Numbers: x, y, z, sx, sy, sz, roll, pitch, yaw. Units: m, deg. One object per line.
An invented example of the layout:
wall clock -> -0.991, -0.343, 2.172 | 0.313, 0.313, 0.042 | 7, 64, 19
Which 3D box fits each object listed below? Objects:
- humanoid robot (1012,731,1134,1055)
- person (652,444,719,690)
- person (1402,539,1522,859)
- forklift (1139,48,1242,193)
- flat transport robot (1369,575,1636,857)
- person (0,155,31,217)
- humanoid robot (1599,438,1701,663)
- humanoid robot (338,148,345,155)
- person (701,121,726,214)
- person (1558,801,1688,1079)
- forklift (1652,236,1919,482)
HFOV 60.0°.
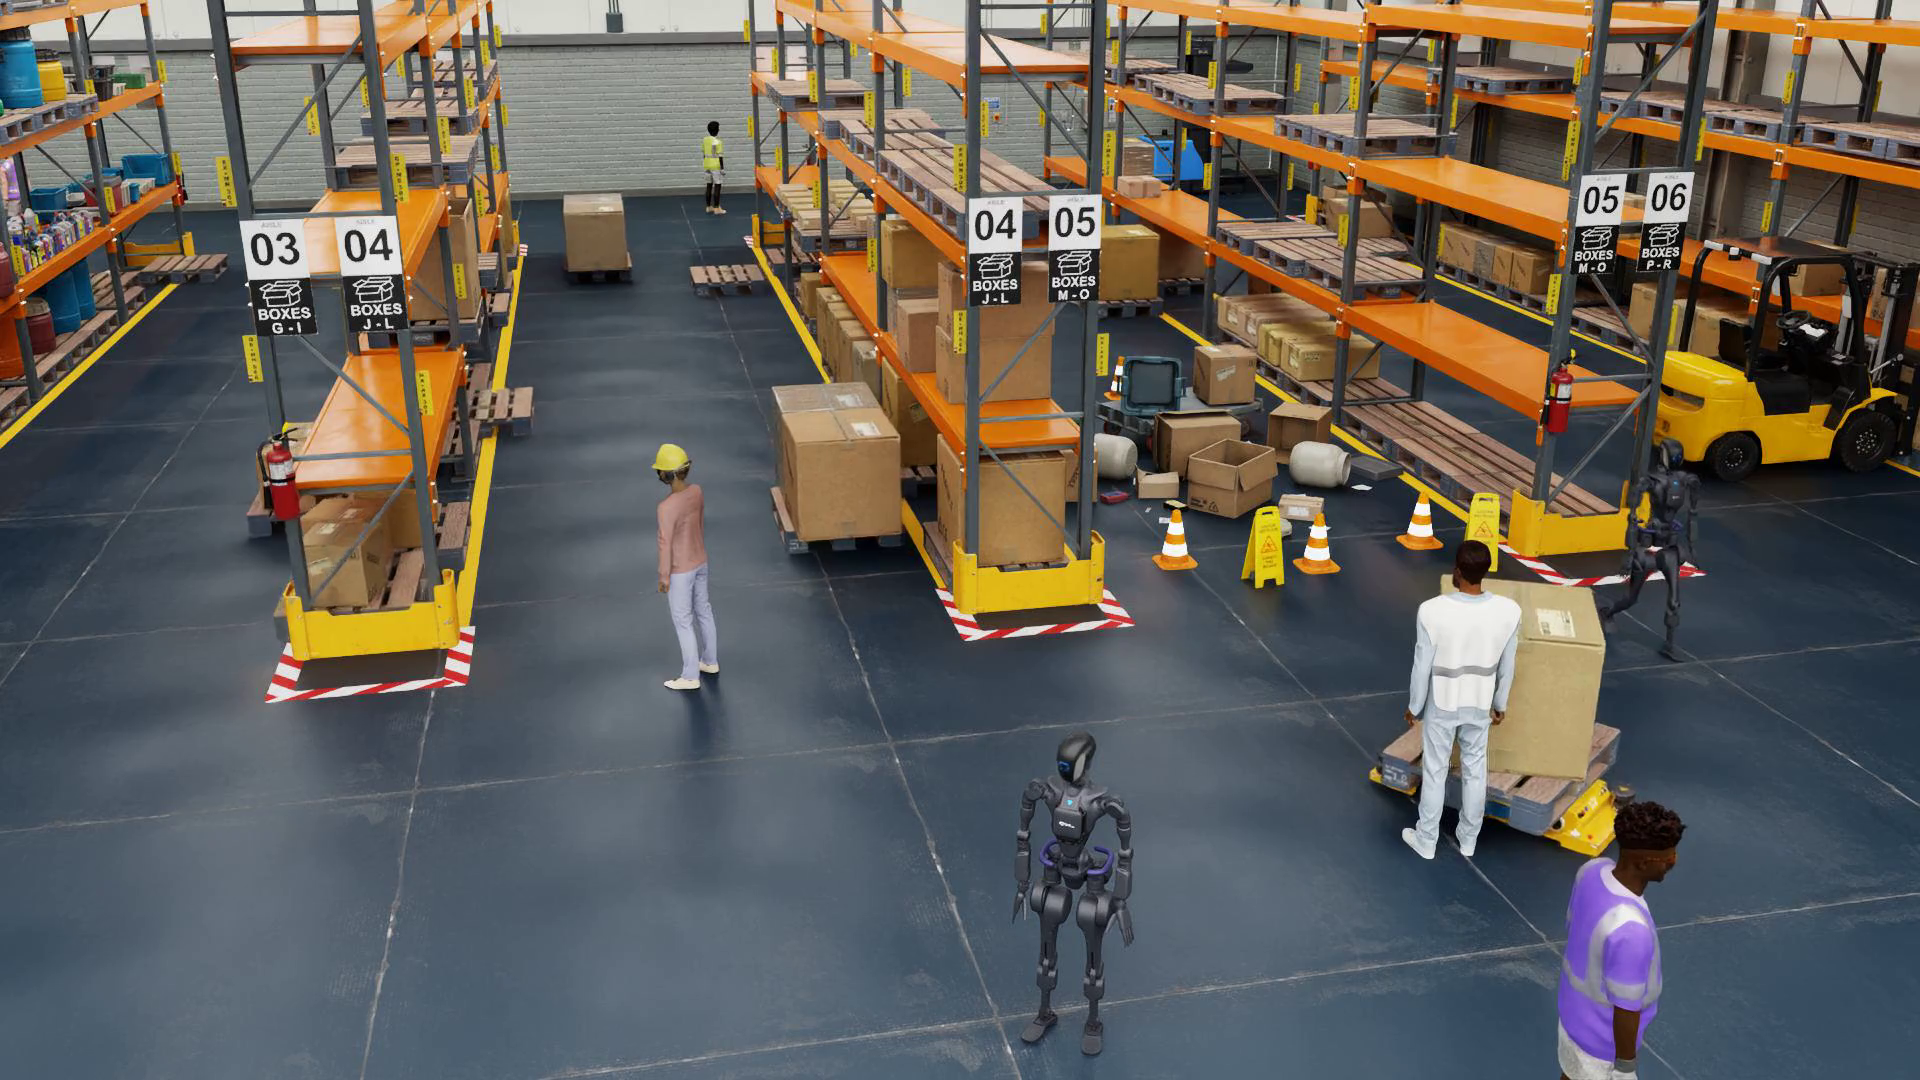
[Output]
humanoid robot -> 0.537, 1.639, 7.750 | 0.599, 1.655, 0.315 | 8, 22, 20
person -> -1.944, 0.180, 11.584 | 0.340, 1.758, 0.518 | 8, 22, 20
person -> 2.814, 0.910, 9.382 | 0.590, 1.921, 0.390 | -2, 20, -4
forklift -> 4.566, -8.313, 32.860 | 1.873, 2.768, 1.129 | -4, 21, -12
flat transport robot -> 3.299, 1.505, 10.150 | 1.431, 0.231, 0.659 | 16, 26, 37
person -> -15.370, -5.563, 27.148 | 0.351, 1.688, 0.489 | 11, 23, 27
humanoid robot -> 5.095, 0.025, 12.175 | 0.609, 1.633, 0.741 | -4, 21, -10
humanoid robot -> -9.940, -5.606, 27.322 | 0.767, 1.627, 0.602 | 6, 21, 15
person -> -4.525, -6.842, 30.589 | 0.539, 1.686, 0.323 | 17, 26, 38
person -> 2.570, 1.916, 6.610 | 0.365, 1.961, 0.611 | 1, 20, 4
forklift -> 8.013, -1.814, 16.330 | 2.313, 2.155, 1.214 | -4, 21, -12
